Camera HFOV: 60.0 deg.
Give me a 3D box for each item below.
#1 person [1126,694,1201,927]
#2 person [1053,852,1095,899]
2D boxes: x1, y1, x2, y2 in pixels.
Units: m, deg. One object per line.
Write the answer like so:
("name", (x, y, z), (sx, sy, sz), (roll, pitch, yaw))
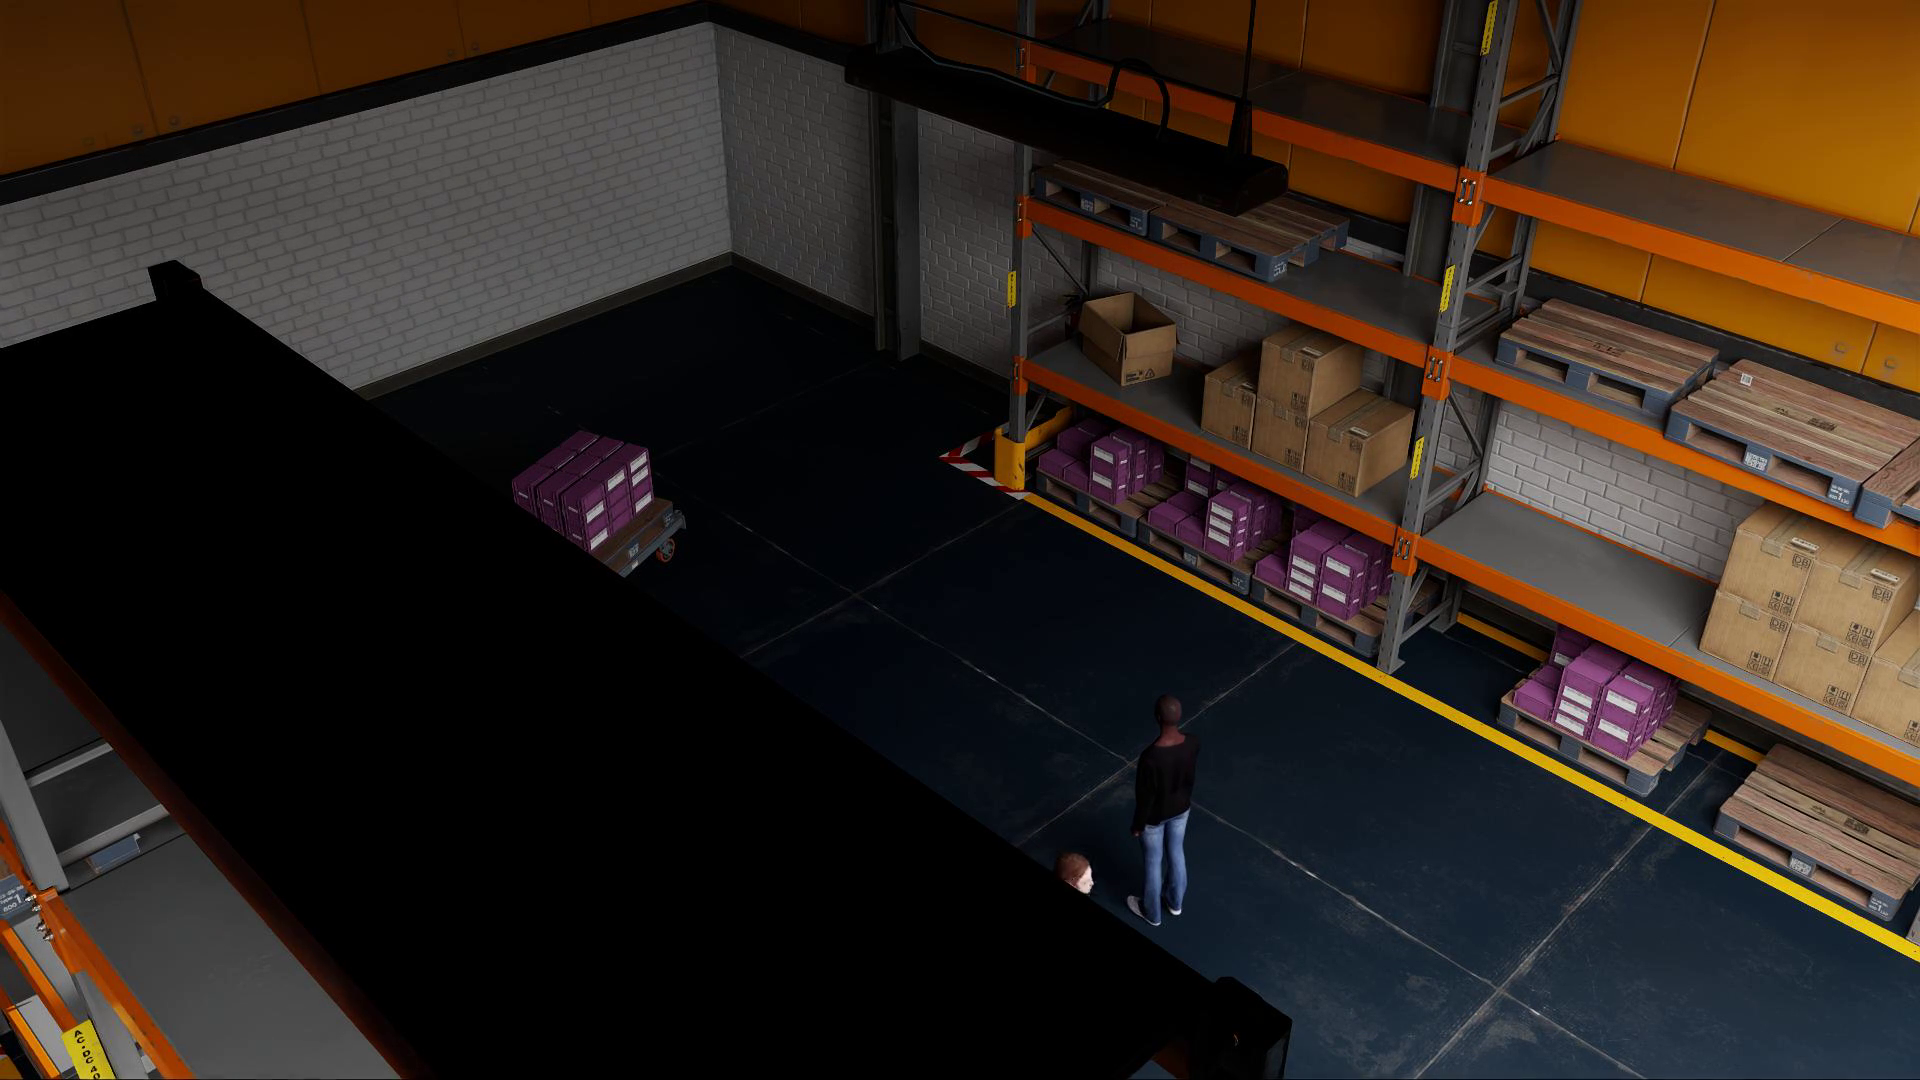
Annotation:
("person", (1.284, 1.701, 10.460), (0.653, 1.747, 0.628), (-18, 37, -25))
("person", (0.537, 2.397, 9.425), (0.844, 1.734, 0.759), (11, 35, 16))
